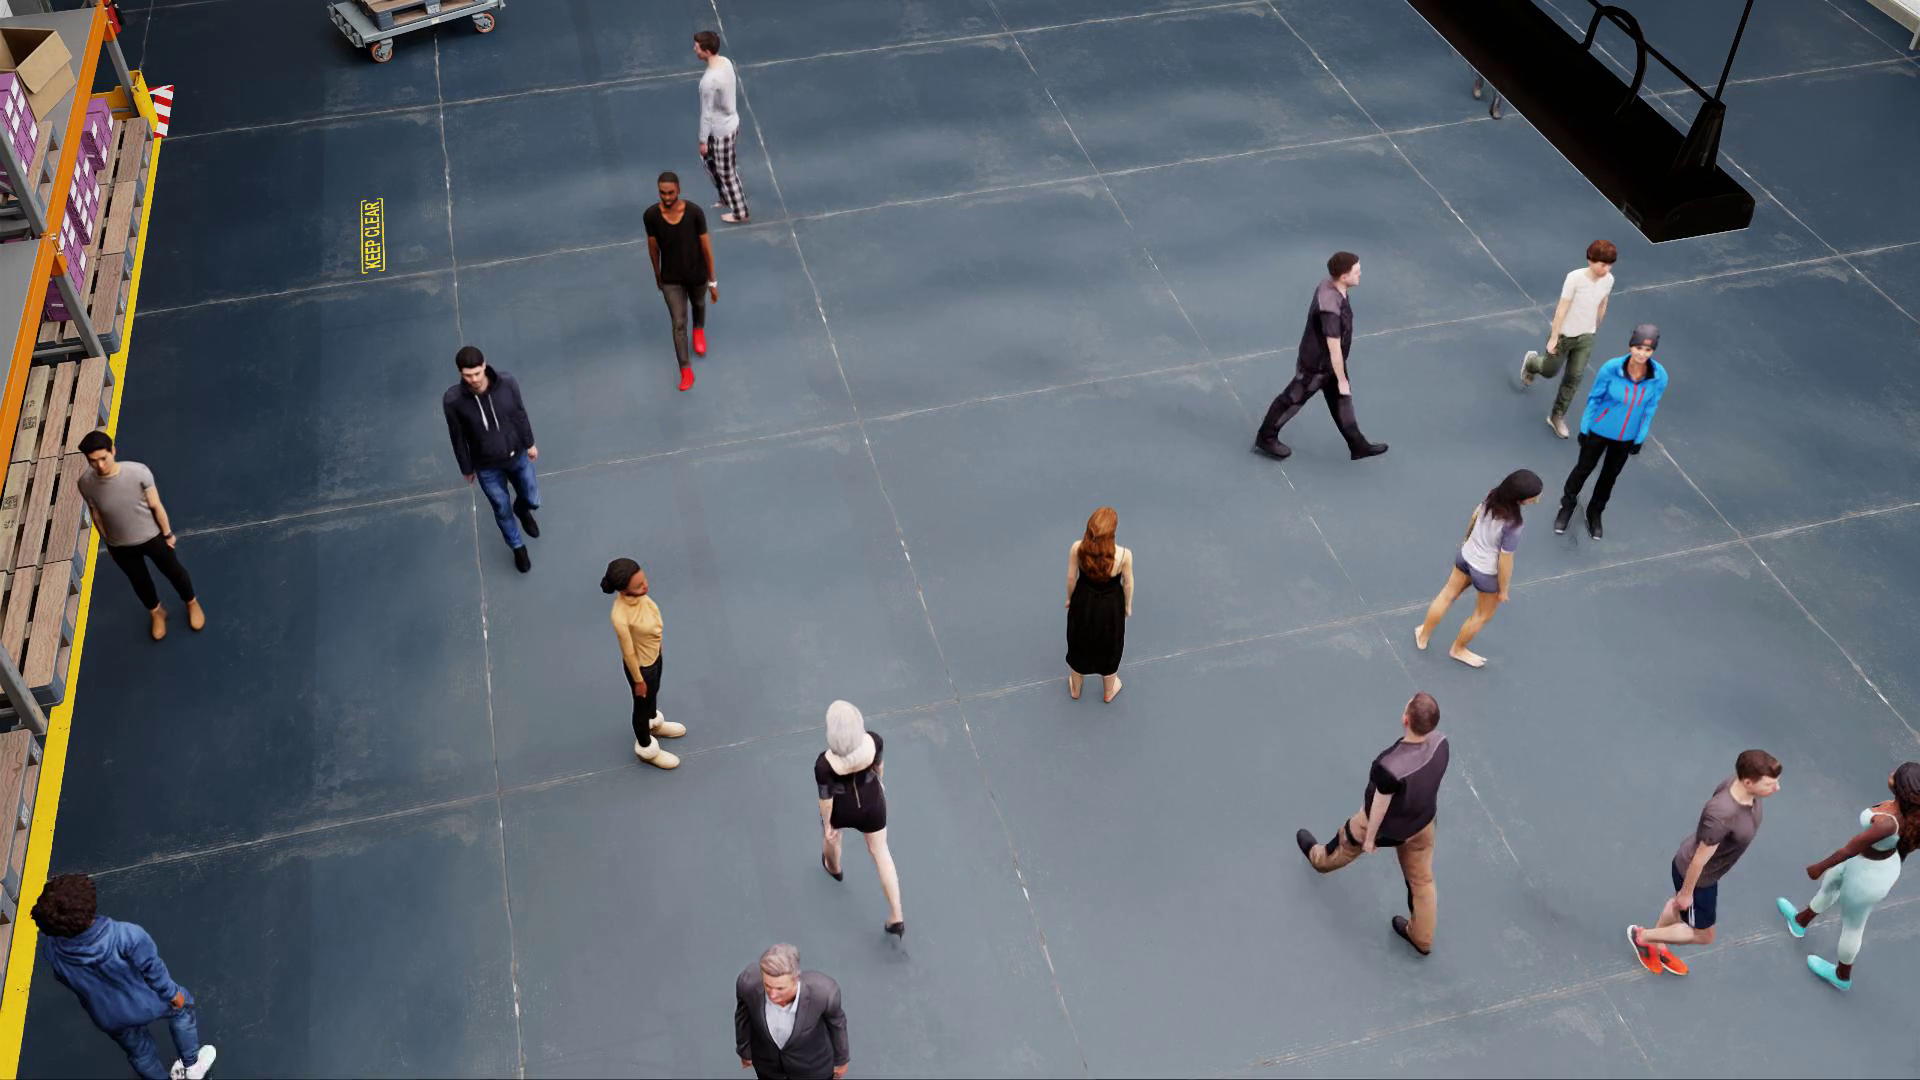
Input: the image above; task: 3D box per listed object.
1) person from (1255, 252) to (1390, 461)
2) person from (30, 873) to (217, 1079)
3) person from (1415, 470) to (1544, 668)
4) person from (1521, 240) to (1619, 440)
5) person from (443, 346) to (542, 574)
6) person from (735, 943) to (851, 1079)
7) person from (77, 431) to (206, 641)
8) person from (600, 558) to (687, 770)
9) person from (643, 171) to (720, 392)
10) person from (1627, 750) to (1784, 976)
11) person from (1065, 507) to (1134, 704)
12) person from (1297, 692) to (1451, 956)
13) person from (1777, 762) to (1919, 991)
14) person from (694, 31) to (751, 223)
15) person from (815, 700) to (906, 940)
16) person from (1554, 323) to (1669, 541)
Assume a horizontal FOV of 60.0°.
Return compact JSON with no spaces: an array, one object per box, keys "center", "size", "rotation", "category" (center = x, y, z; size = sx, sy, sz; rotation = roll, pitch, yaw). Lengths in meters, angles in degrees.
[{"center":[2.553,-1.308,12.242],"size":[1.247,1.792,1.256],"rotation":[17,46,17],"category":"person"},{"center":[-4.207,2.367,8.382],"size":[0.705,1.797,0.638],"rotation":[-7,44,-7],"category":"person"},{"center":[3.356,0.155,10.764],"size":[0.746,1.712,0.557],"rotation":[-18,46,-18],"category":"person"},{"center":[4.626,-1.605,12.666],"size":[0.669,1.637,1.012],"rotation":[-5,44,-5],"category":"person"},{"center":[-3.193,-0.629,11.467],"size":[0.765,1.878,0.833],"rotation":[-18,46,-18],"category":"person"},{"center":[-0.820,2.529,8.182],"size":[0.804,1.837,0.745],"rotation":[5,44,5],"category":"person"},{"center":[-5.439,-0.051,10.976],"size":[0.584,1.718,0.519],"rotation":[-10,45,-10],"category":"person"},{"center":[-1.952,0.728,10.200],"size":[0.730,1.660,0.600],"rotation":[3,44,3],"category":"person"},{"center":[-2.166,-2.149,13.146],"size":[0.784,1.762,1.188],"rotation":[-5,44,-5],"category":"person"},{"center":[3.957,1.725,9.020],"size":[0.832,1.845,0.796],"rotation":[31,52,29],"category":"person"},{"center":[0.866,0.418,10.552],"size":[0.671,1.624,0.694],"rotation":[8,44,8],"category":"person"},{"center":[2.499,1.614,9.188],"size":[0.919,1.774,1.311],"rotation":[-24,49,-23],"category":"person"},{"center":[4.953,1.874,8.965],"size":[0.672,1.704,0.884],"rotation":[-20,47,-20],"category":"person"},{"center":[-2.009,-3.604,14.623],"size":[0.857,1.832,0.791],"rotation":[8,44,9],"category":"person"},{"center":[-0.535,1.543,9.245],"size":[0.750,1.798,1.117],"rotation":[-19,47,-19],"category":"person"},{"center":[4.577,-0.765,11.668],"size":[0.694,1.797,0.691],"rotation":[10,45,10],"category":"person"}]
